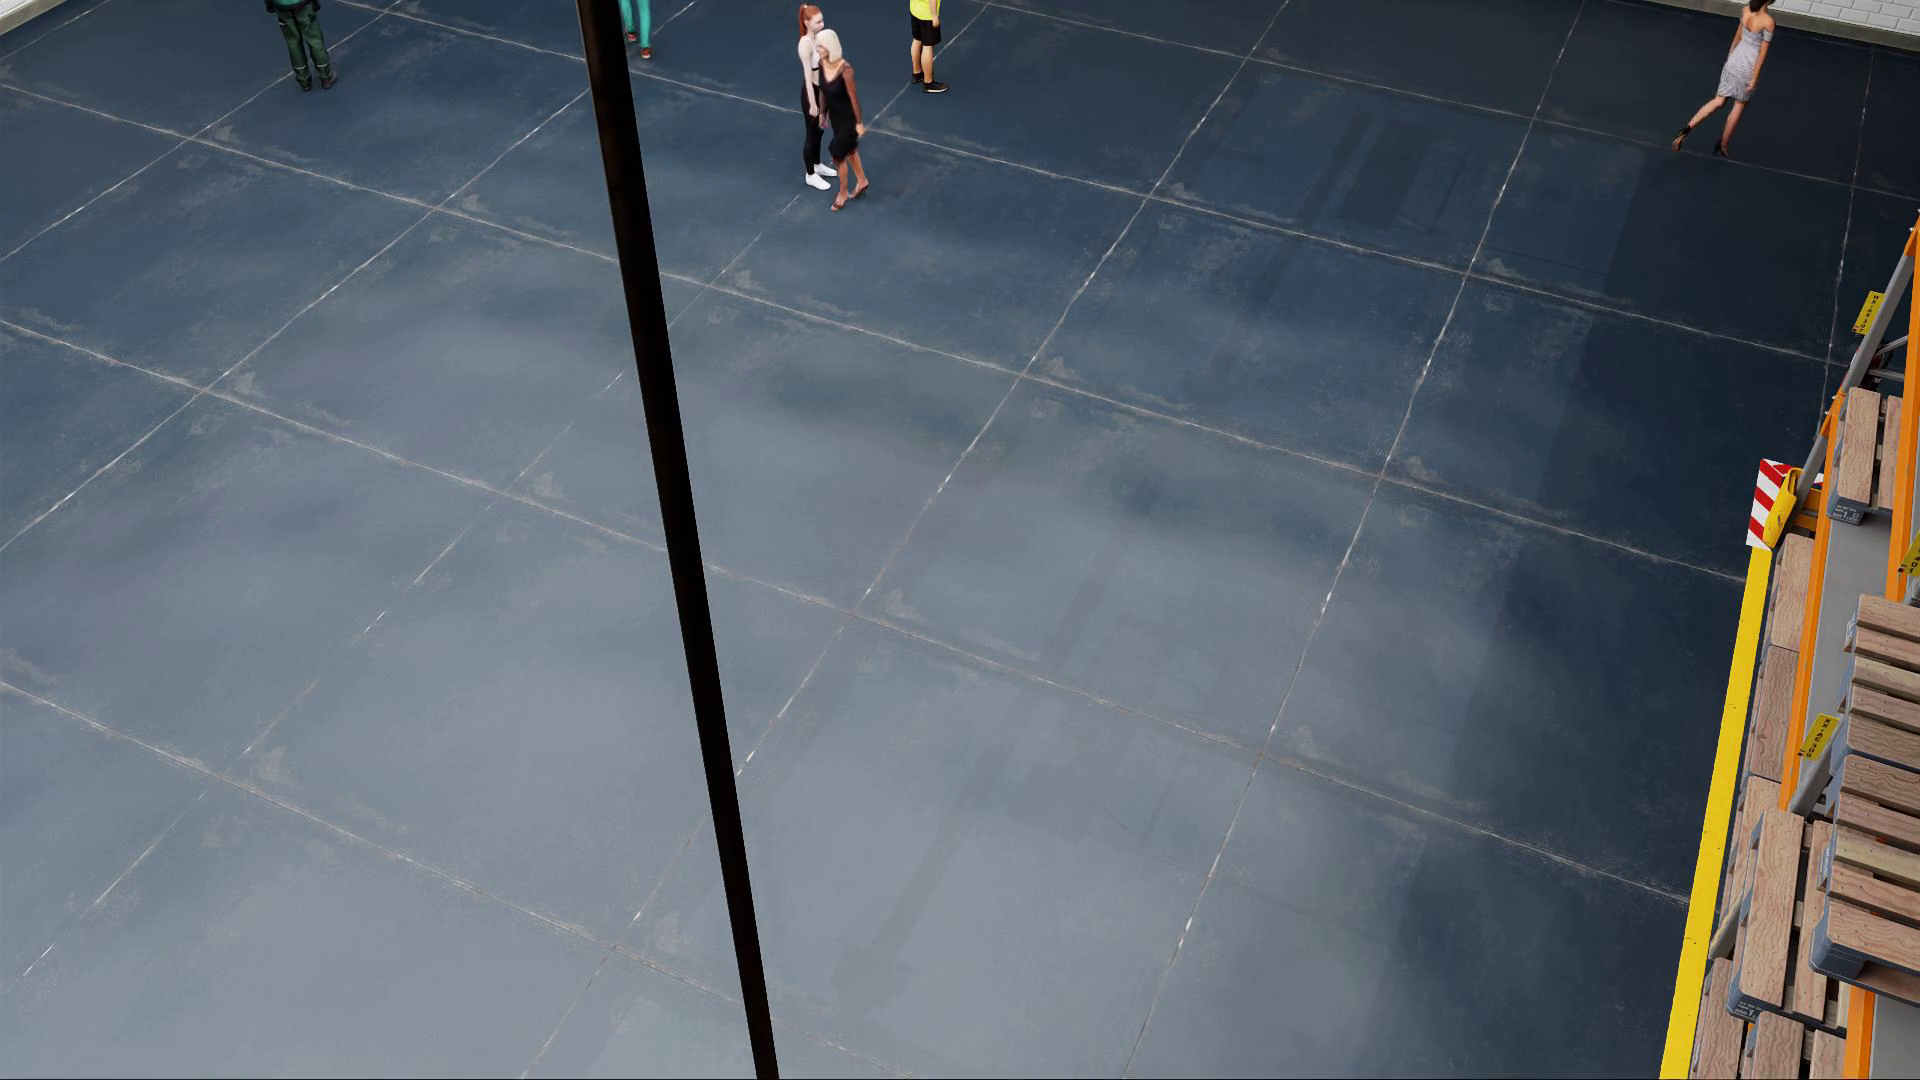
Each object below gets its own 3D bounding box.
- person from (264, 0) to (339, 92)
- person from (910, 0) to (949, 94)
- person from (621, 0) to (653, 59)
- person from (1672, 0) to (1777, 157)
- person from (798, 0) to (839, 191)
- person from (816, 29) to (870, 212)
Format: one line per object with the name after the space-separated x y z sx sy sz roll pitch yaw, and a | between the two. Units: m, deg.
-6.651 -5.369 16.556 0.783 1.839 0.797 -6 44 -6 | person
-0.355 -5.317 16.597 0.732 1.708 0.698 -19 47 -19 | person
-3.346 -5.811 17.089 0.907 1.745 1.019 -6 44 -6 | person
7.188 -4.334 15.499 1.057 1.799 0.987 -14 45 -15 | person
-1.338 -4.085 15.280 0.655 1.740 0.477 14 45 14 | person
-0.987 -3.819 15.021 0.858 1.712 0.779 -29 51 -27 | person
